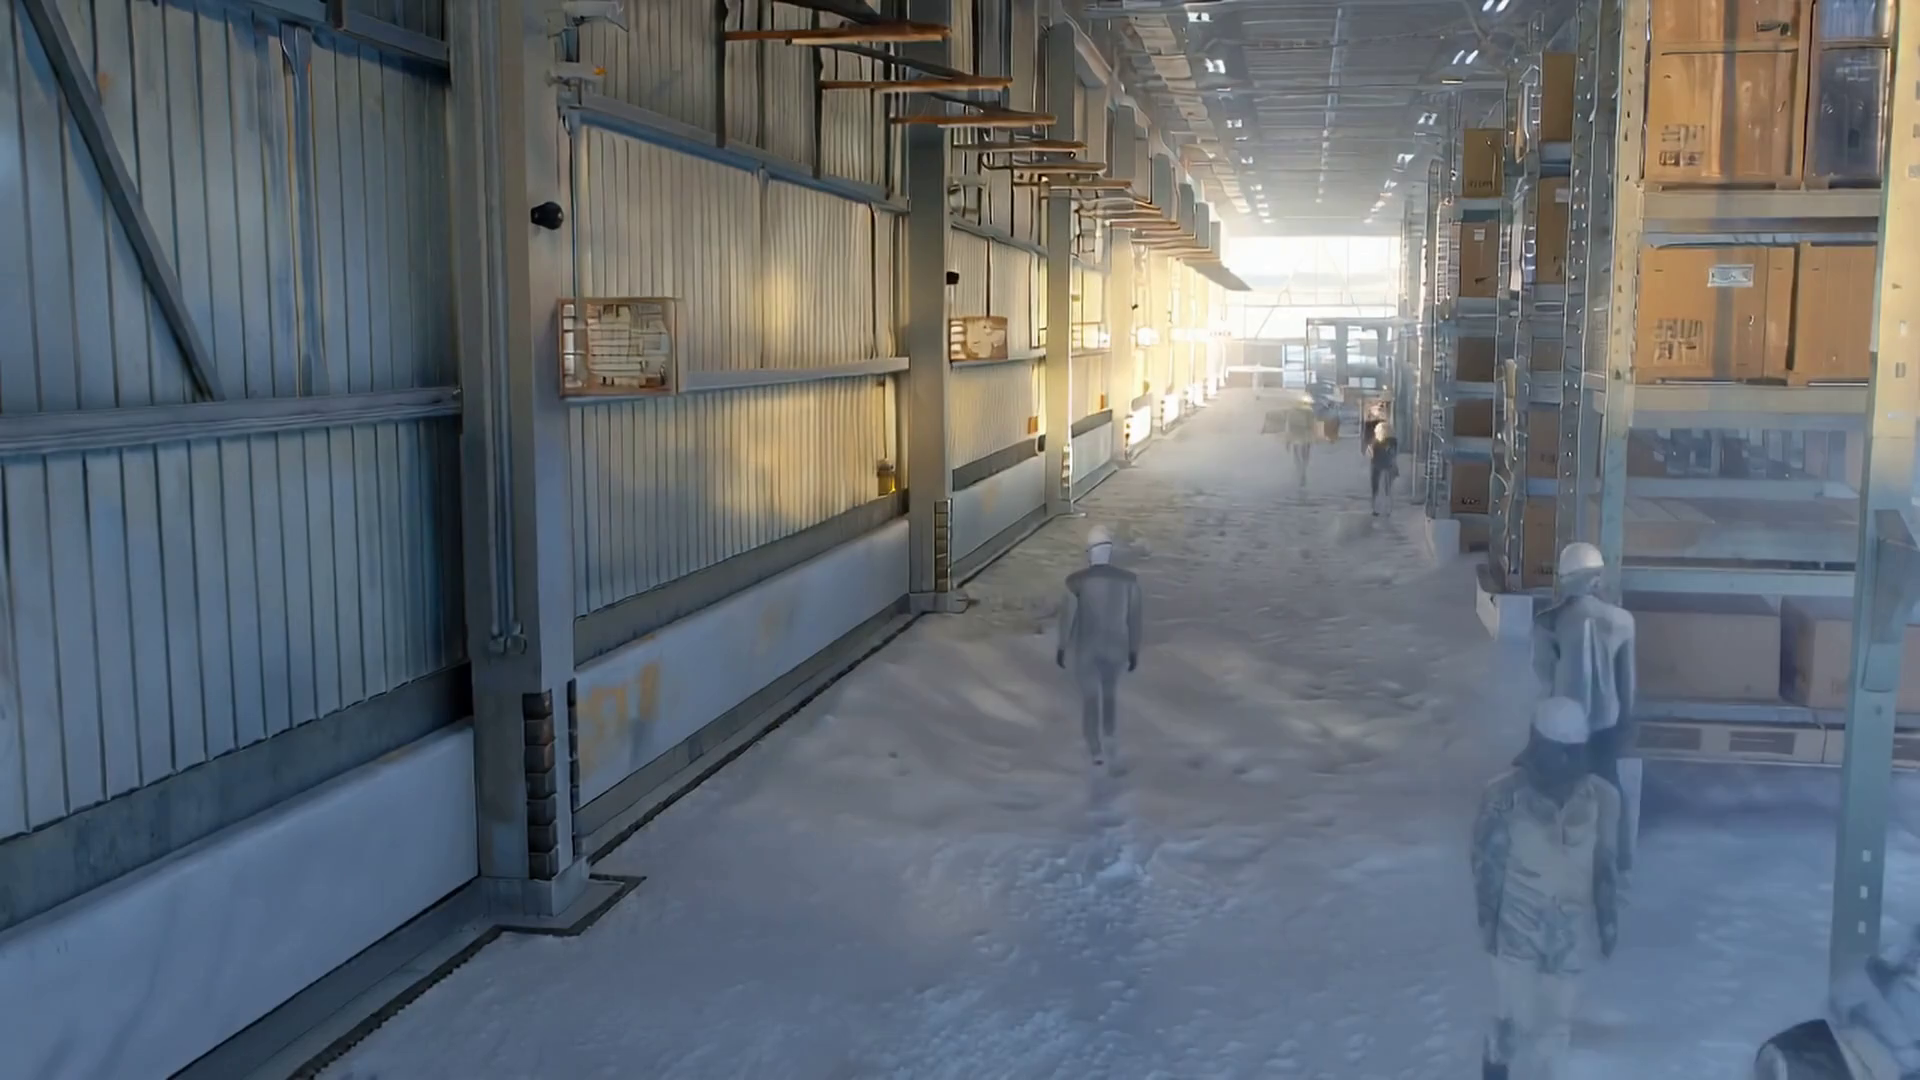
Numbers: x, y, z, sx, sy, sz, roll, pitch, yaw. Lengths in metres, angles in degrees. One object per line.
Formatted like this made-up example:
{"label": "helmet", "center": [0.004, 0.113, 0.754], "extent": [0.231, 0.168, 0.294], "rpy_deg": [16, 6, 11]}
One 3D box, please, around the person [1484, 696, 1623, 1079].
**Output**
{"label": "person", "center": [2.265, 1.442, 6.363], "extent": [0.503, 1.731, 0.380], "rpy_deg": [1, 7, 10]}

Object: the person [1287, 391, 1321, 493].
{"label": "person", "center": [6.703, -1.885, 32.088], "extent": [0.643, 1.961, 0.837], "rpy_deg": [-3, 8, -23]}

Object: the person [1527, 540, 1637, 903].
{"label": "person", "center": [3.453, 0.986, 9.175], "extent": [0.631, 1.966, 0.931], "rpy_deg": [-1, 7, -5]}

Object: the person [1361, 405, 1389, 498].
{"label": "person", "center": [7.772, -1.649, 31.126], "extent": [0.533, 1.742, 0.737], "rpy_deg": [1, 7, 8]}

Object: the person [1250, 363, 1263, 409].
{"label": "person", "center": [12.054, -6.253, 67.592], "extent": [0.563, 1.838, 0.389], "rpy_deg": [-3, 8, -22]}

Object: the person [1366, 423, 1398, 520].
{"label": "person", "center": [7.037, -1.162, 27.732], "extent": [0.512, 1.612, 0.789], "rpy_deg": [2, 7, 16]}

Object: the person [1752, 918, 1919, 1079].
{"label": "person", "center": [1.998, 1.725, 3.804], "extent": [0.622, 1.811, 0.485], "rpy_deg": [-1, 7, -8]}

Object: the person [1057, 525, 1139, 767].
{"label": "person", "center": [0.992, 0.763, 11.984], "extent": [0.580, 1.731, 0.766], "rpy_deg": [-1, 7, -8]}
